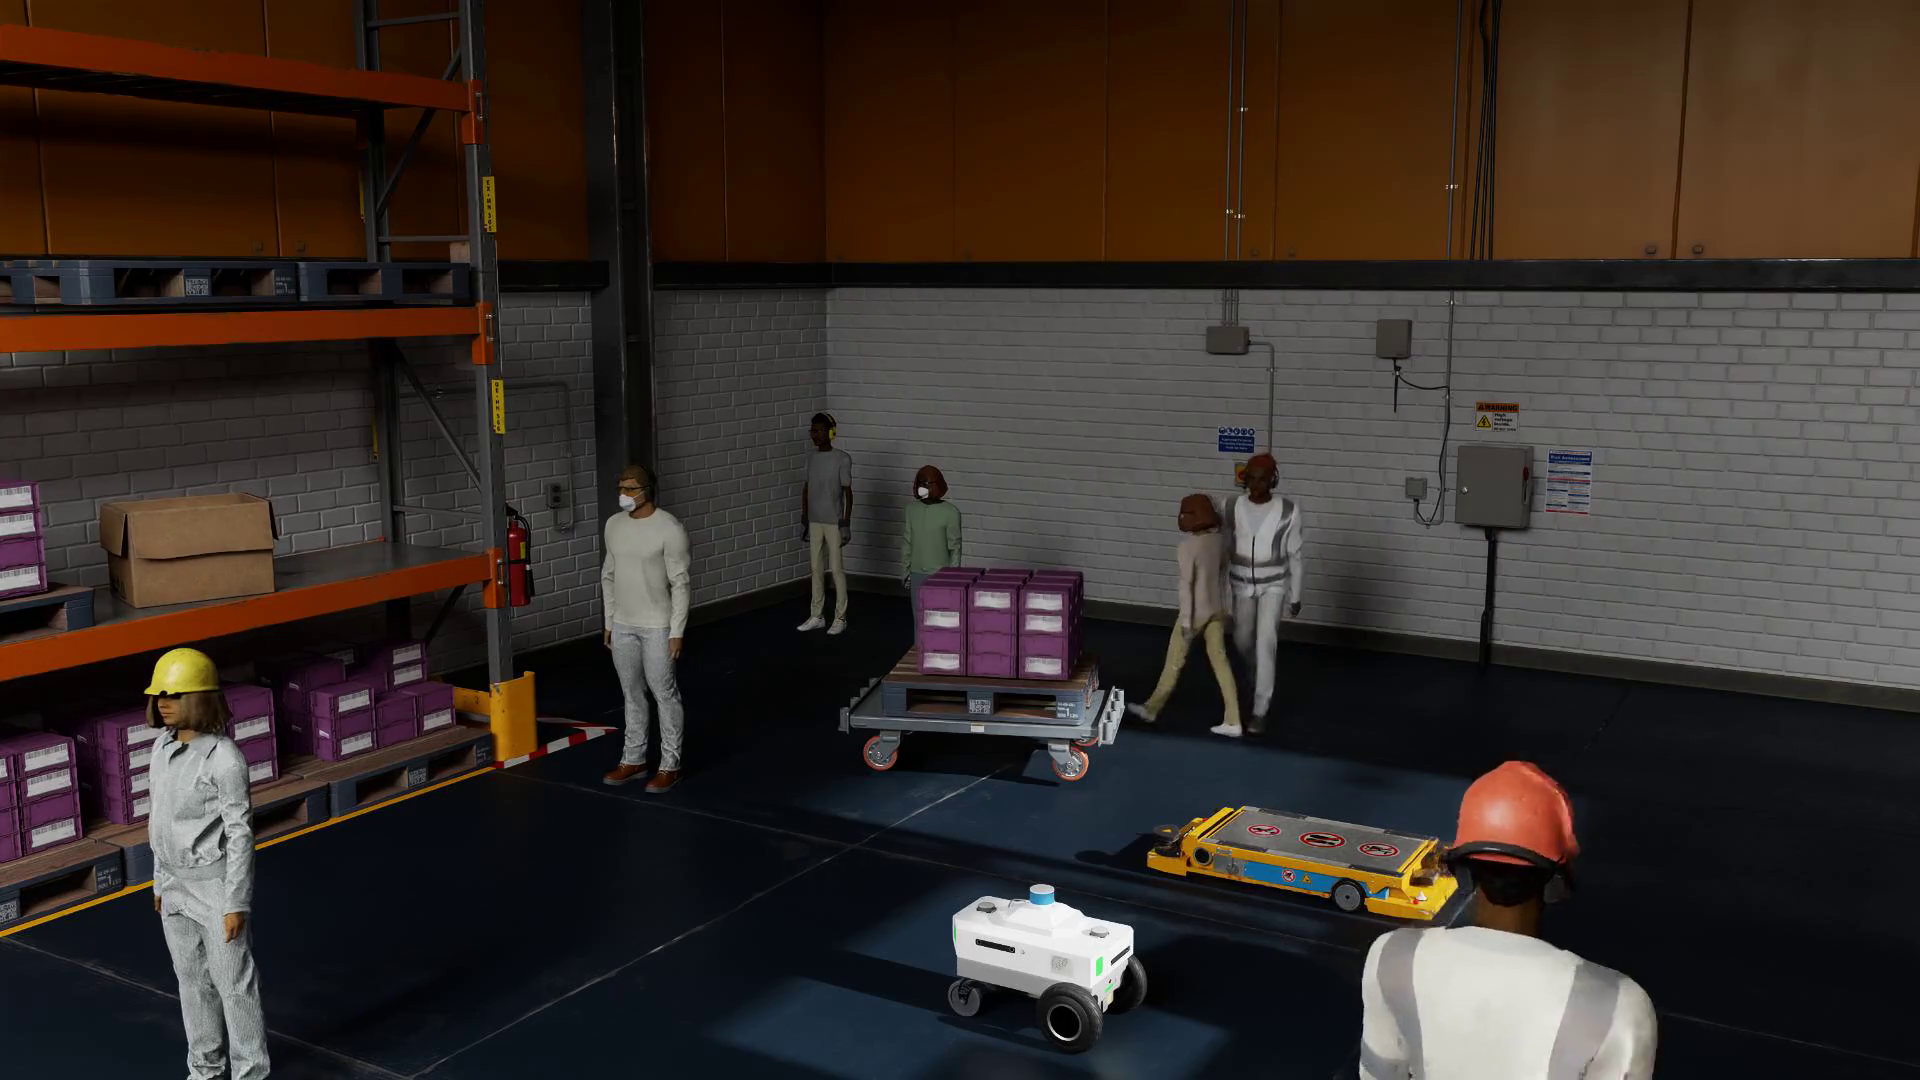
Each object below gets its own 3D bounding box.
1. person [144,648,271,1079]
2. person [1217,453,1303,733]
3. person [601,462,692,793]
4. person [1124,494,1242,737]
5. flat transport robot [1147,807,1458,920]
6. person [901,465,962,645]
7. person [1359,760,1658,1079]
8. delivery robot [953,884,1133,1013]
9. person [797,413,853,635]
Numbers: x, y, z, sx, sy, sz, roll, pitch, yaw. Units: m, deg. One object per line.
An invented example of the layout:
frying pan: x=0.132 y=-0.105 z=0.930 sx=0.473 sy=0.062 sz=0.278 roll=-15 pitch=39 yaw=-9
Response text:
person: x=-2.673 y=1.233 z=5.844 sx=0.490 sy=1.746 sz=0.285 roll=5 pitch=11 yaw=30
person: x=2.041 y=0.316 z=11.255 sx=0.584 sy=1.860 sz=0.816 roll=4 pitch=10 yaw=24
person: x=-1.854 y=0.509 z=9.766 sx=0.633 sy=1.939 sz=0.368 roll=5 pitch=11 yaw=30
person: x=1.536 y=0.484 z=10.993 sx=0.509 sy=1.586 sz=0.839 roll=-8 pitch=12 yaw=-42
flat transport robot: x=1.722 y=1.575 z=8.297 sx=1.431 sy=0.197 sz=0.652 roll=5 pitch=11 yaw=30
person: x=-0.221 y=0.261 z=12.263 sx=0.504 sy=1.633 sz=0.279 roll=5 pitch=11 yaw=30
person: x=1.158 y=1.459 z=3.564 sx=0.631 sy=2.021 sz=0.539 roll=6 pitch=11 yaw=35
delivery robot: x=0.329 y=1.638 z=6.729 sx=0.707 sy=0.478 sz=0.477 roll=5 pitch=10 yaw=30
person: x=-1.142 y=-0.139 z=14.024 sx=0.526 sy=1.871 sz=0.324 roll=5 pitch=11 yaw=30
